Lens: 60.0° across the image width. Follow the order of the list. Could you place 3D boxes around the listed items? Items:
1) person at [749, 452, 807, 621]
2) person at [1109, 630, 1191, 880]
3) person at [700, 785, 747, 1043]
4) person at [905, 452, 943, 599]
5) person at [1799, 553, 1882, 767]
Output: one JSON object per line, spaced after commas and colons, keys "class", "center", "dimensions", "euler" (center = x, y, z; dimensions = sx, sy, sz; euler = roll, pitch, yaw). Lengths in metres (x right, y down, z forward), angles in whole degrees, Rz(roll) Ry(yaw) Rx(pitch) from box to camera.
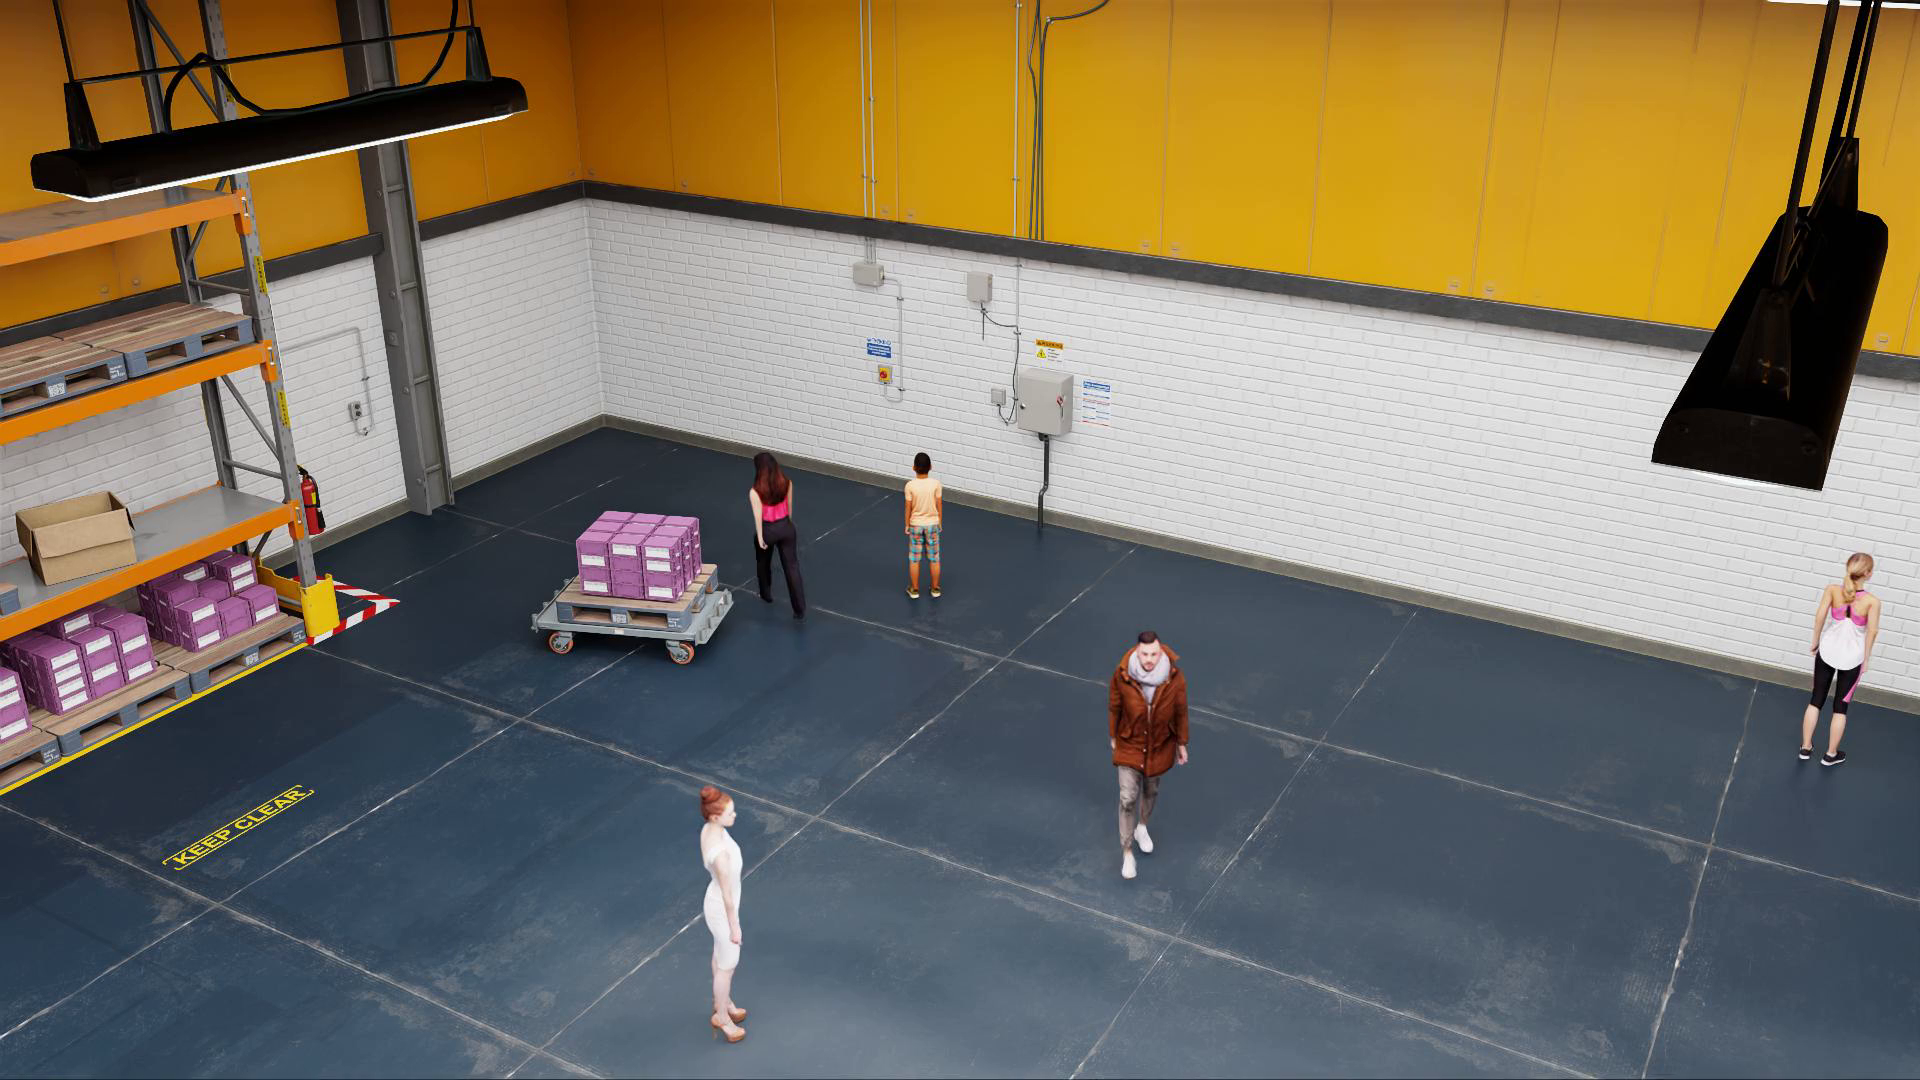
{"class": "person", "center": [-1.679, 0.001, 15.461], "dimensions": [1.122, 1.615, 1.076], "euler": [-10, 26, -22]}
{"class": "person", "center": [1.317, 1.439, 11.928], "dimensions": [0.986, 1.811, 1.078], "euler": [-3, 24, -6]}
{"class": "person", "center": [-1.453, 2.257, 10.072], "dimensions": [0.668, 1.798, 0.607], "euler": [-6, 24, -14]}
{"class": "person", "center": [-0.340, -0.142, 15.985], "dimensions": [0.590, 1.458, 0.630], "euler": [-2, 24, -5]}
{"class": "person", "center": [6.930, 0.936, 13.108], "dimensions": [0.601, 1.786, 0.653], "euler": [-22, 32, -40]}
